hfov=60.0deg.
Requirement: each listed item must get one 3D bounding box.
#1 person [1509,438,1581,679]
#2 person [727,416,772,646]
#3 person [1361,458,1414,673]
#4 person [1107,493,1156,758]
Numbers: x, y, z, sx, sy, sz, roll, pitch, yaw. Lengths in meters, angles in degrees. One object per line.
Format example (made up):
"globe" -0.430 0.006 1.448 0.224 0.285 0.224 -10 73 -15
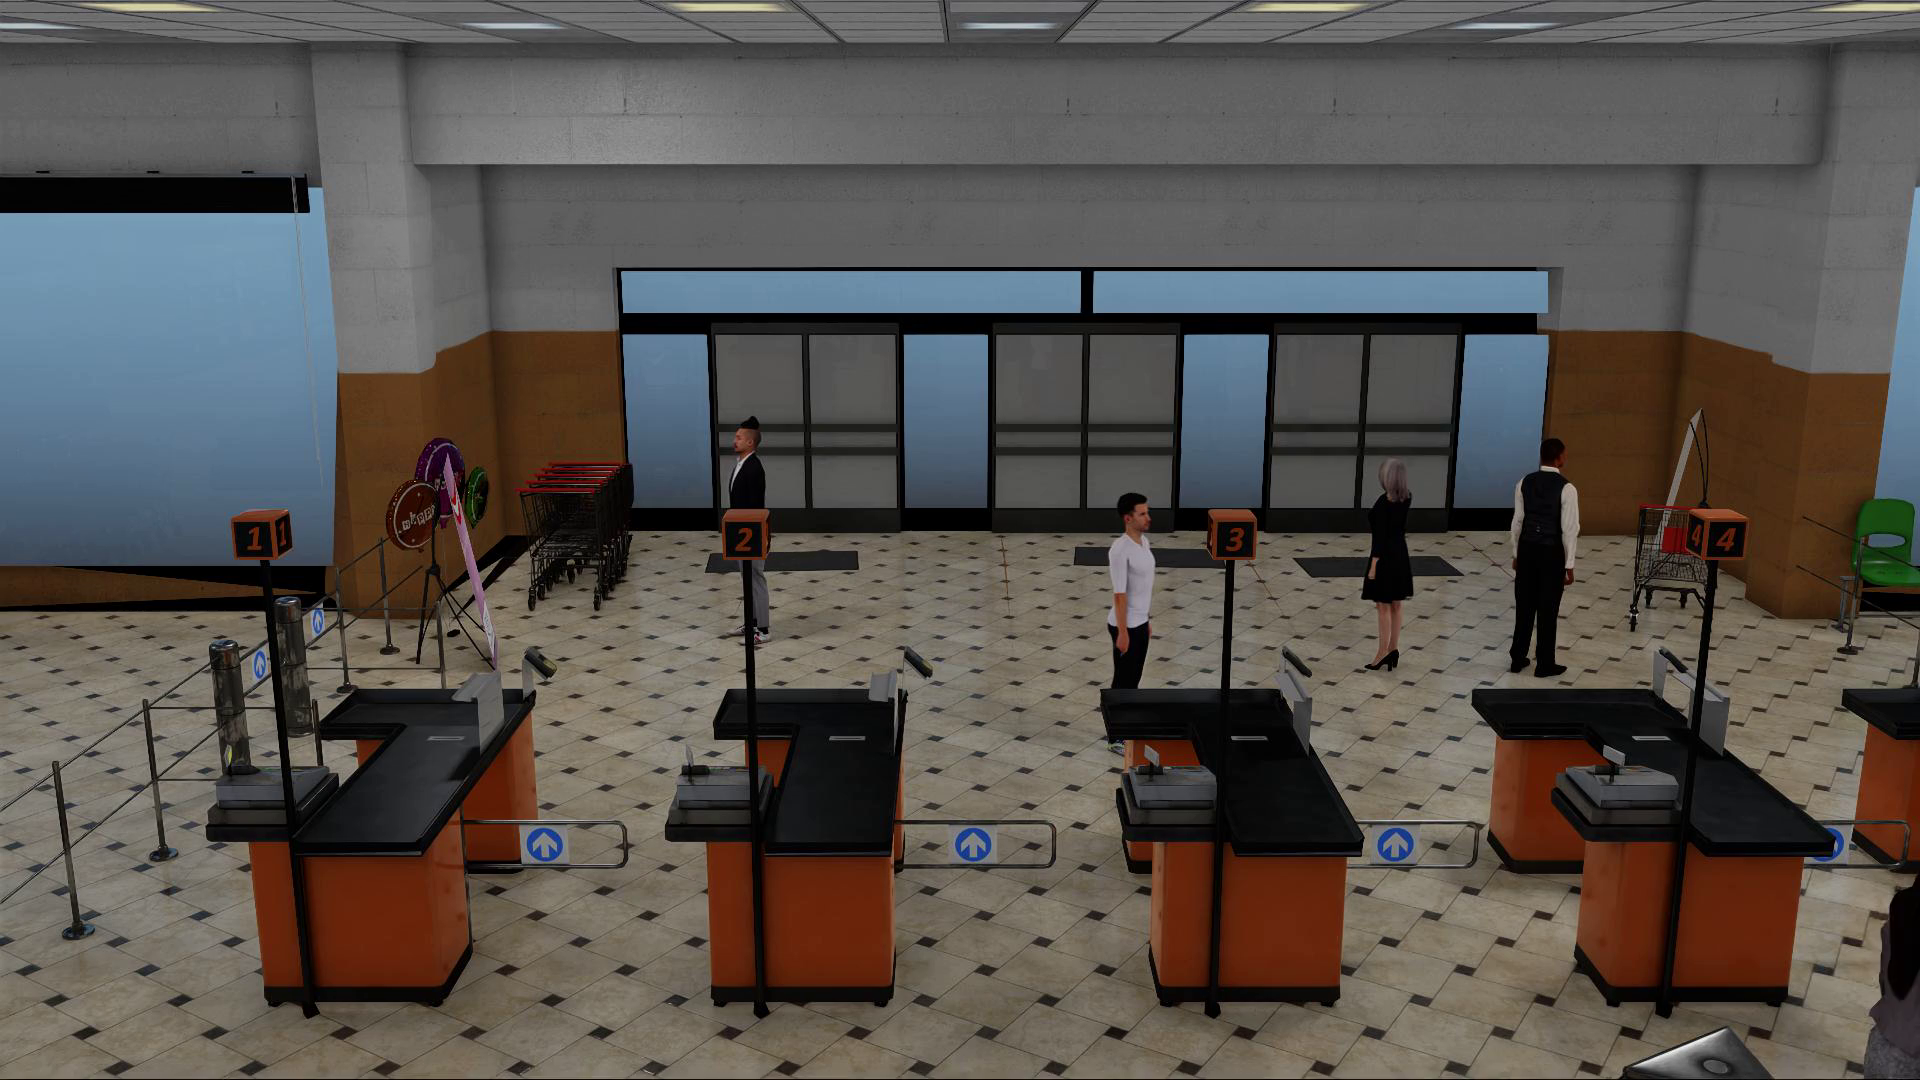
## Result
"person" 4.663 0.131 13.336 0.832 1.917 0.765 -13 19 -42
"person" -1.784 -0.092 14.184 0.848 1.950 0.694 -6 15 -23
"person" 3.454 0.195 13.431 0.698 1.747 0.753 -13 18 -42
"person" 1.186 0.572 11.655 0.813 1.851 0.689 7 15 28
